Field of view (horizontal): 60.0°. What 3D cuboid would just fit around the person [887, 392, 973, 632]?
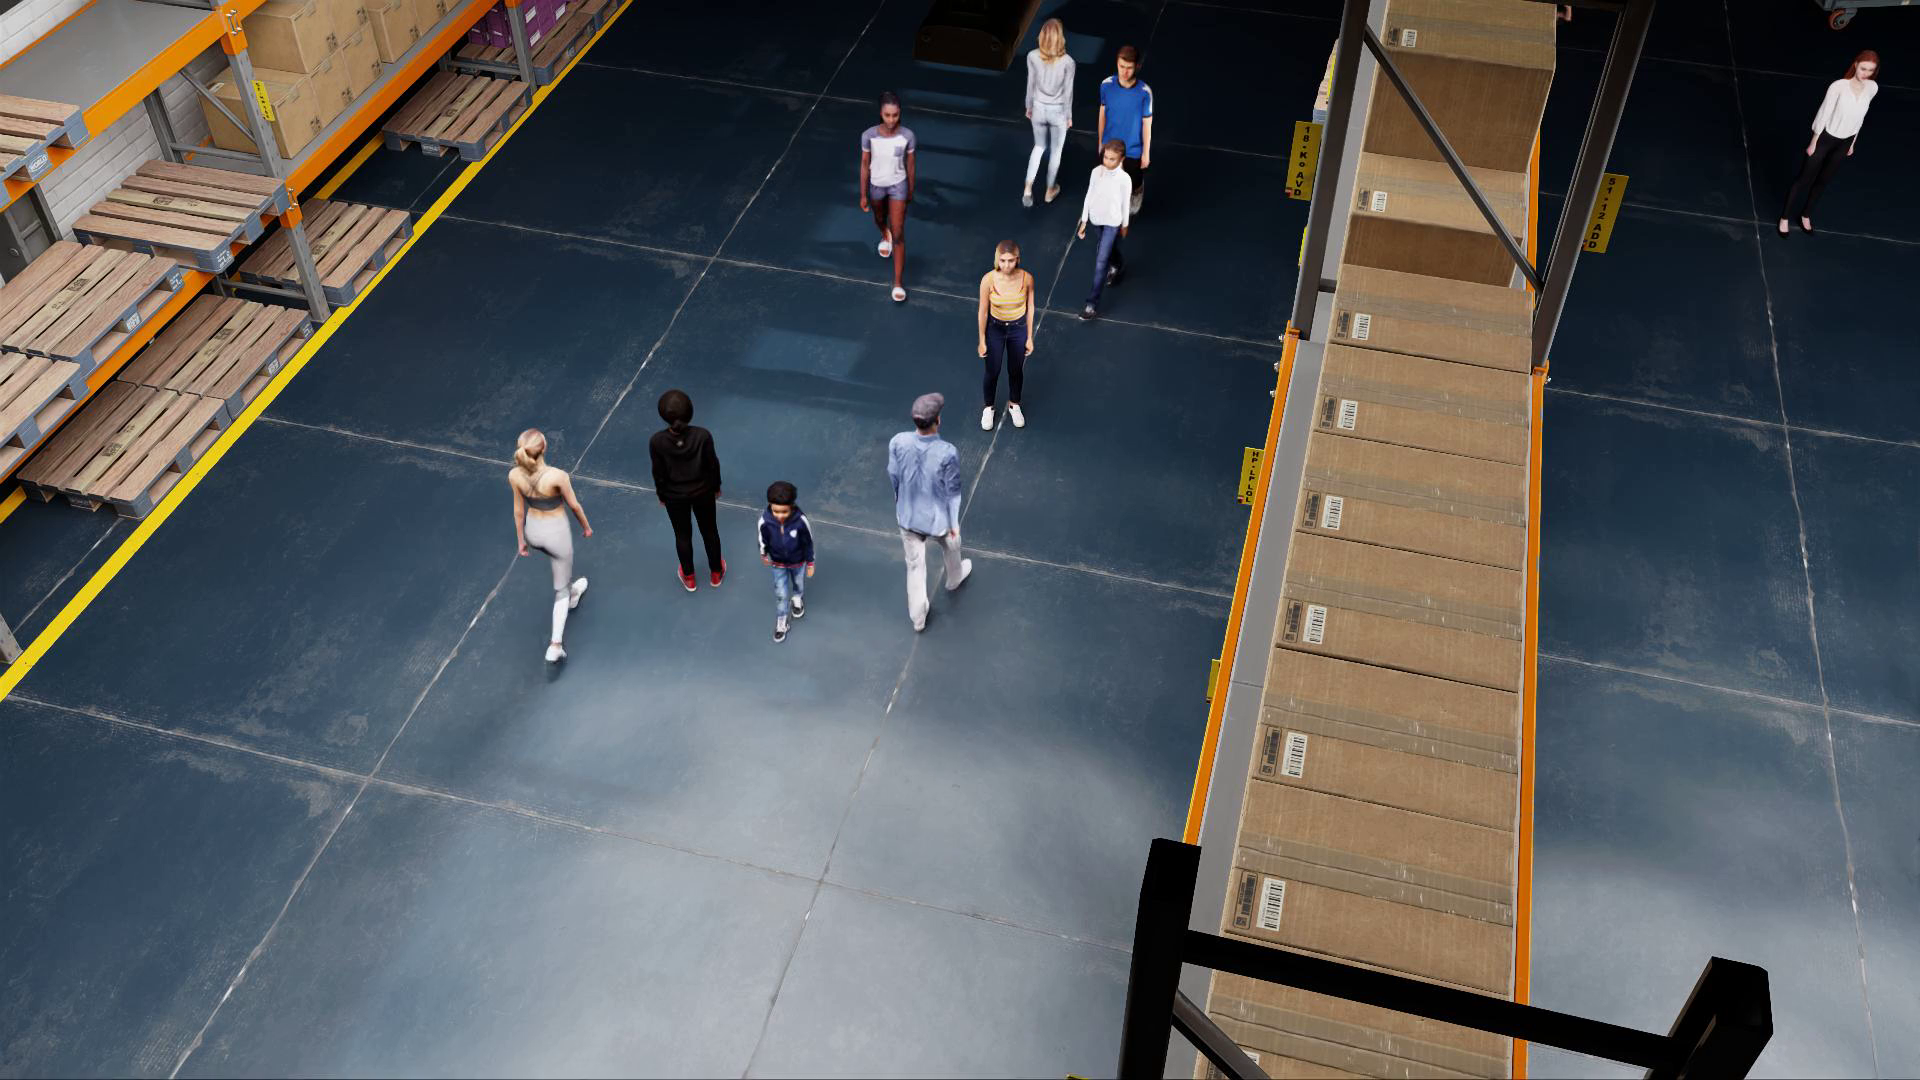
[{"bbox_3d":[-0.246,-0.124,10.864,0.692,1.861,0.935,12,45,12],"label":"person"}]

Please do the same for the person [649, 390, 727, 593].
[{"bbox_3d":[-1.828,-0.329,11.215,0.671,1.674,0.662,-8,44,-9],"label":"person"}]

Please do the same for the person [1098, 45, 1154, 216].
[{"bbox_3d":[1.450,-3.428,14.342,0.690,1.848,1.126,14,45,14],"label":"person"}]

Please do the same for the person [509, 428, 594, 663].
[{"bbox_3d":[-2.696,0.051,10.824,0.645,1.664,1.130,8,44,8],"label":"person"}]

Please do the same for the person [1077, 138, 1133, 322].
[{"bbox_3d":[1.249,-2.665,13.782,0.747,1.516,1.146,24,48,23],"label":"person"}]

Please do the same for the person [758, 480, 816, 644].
[{"bbox_3d":[-1.142,0.054,11.153,0.626,1.206,0.756,0,44,0],"label":"person"}]

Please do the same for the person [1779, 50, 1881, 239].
[{"bbox_3d":[7.547,-3.428,14.405,0.653,1.760,0.615,-5,44,-5],"label":"person"}]

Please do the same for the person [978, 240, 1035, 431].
[{"bbox_3d":[0.344,-1.555,12.535,0.641,1.629,0.625,-4,44,-4],"label":"person"}]

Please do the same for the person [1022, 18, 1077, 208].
[{"bbox_3d":[0.758,-3.713,14.689,0.679,1.783,0.943,17,46,17],"label":"person"}]

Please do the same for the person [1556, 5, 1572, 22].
[{"bbox_3d":[6.408,-6.282,17.480,1.040,1.652,1.082,-19,47,-19],"label":"person"}]

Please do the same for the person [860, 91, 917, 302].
[{"bbox_3d":[-0.614,-2.973,13.983,0.787,1.684,1.222,1,44,2],"label":"person"}]
